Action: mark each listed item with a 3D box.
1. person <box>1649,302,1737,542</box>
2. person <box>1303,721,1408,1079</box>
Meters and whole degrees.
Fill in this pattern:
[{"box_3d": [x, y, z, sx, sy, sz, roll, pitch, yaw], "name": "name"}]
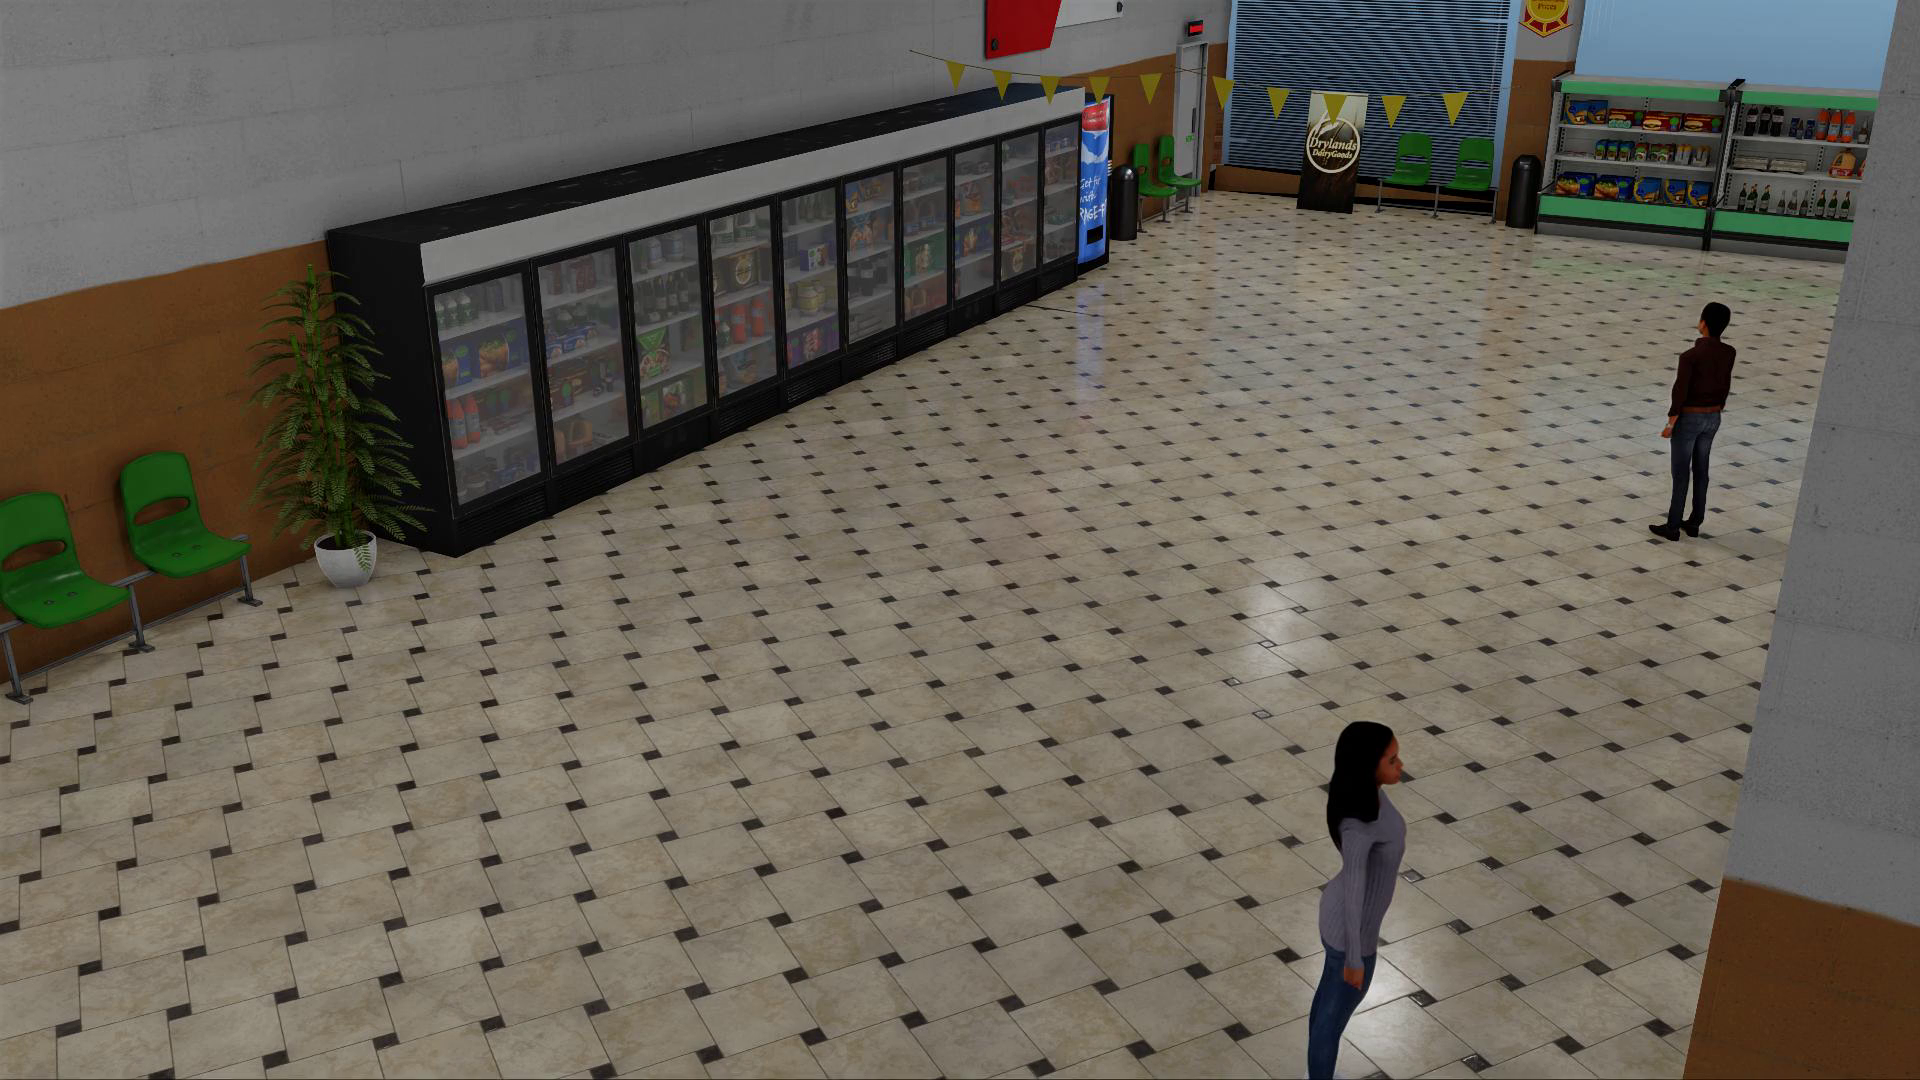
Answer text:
[{"box_3d": [5.400, -0.865, 12.177, 0.711, 1.782, 0.752, -7, 23, -18], "name": "person"}, {"box_3d": [1.489, 1.481, 6.402, 0.595, 1.735, 0.647, 6, 23, 15], "name": "person"}]
